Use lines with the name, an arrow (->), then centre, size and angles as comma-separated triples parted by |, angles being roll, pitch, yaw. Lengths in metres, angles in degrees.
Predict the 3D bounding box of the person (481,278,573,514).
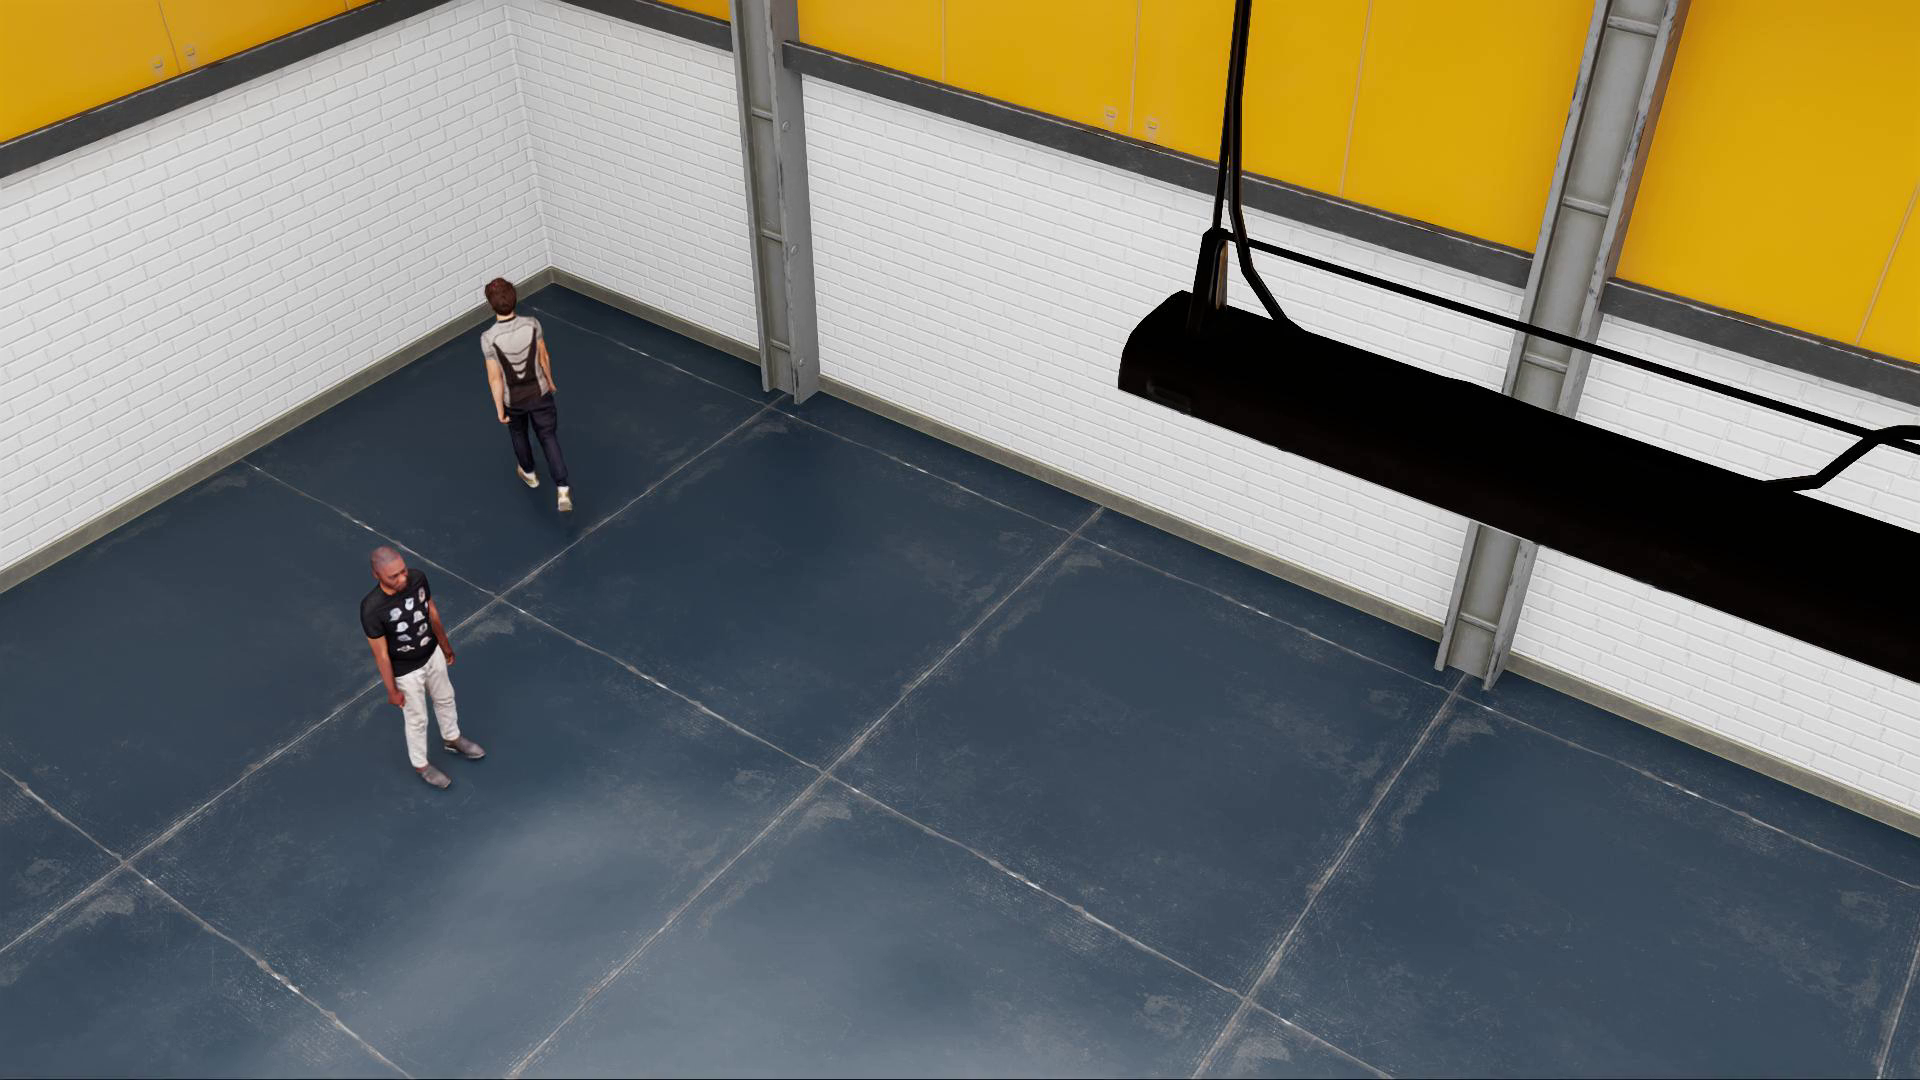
person -> -3.171, -1.031, 12.269 | 1.016, 1.867, 1.241 | -17, 42, -20

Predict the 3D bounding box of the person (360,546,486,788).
person -> -3.328, 0.734, 10.113 | 0.618, 1.798, 0.681 | 19, 42, 22
